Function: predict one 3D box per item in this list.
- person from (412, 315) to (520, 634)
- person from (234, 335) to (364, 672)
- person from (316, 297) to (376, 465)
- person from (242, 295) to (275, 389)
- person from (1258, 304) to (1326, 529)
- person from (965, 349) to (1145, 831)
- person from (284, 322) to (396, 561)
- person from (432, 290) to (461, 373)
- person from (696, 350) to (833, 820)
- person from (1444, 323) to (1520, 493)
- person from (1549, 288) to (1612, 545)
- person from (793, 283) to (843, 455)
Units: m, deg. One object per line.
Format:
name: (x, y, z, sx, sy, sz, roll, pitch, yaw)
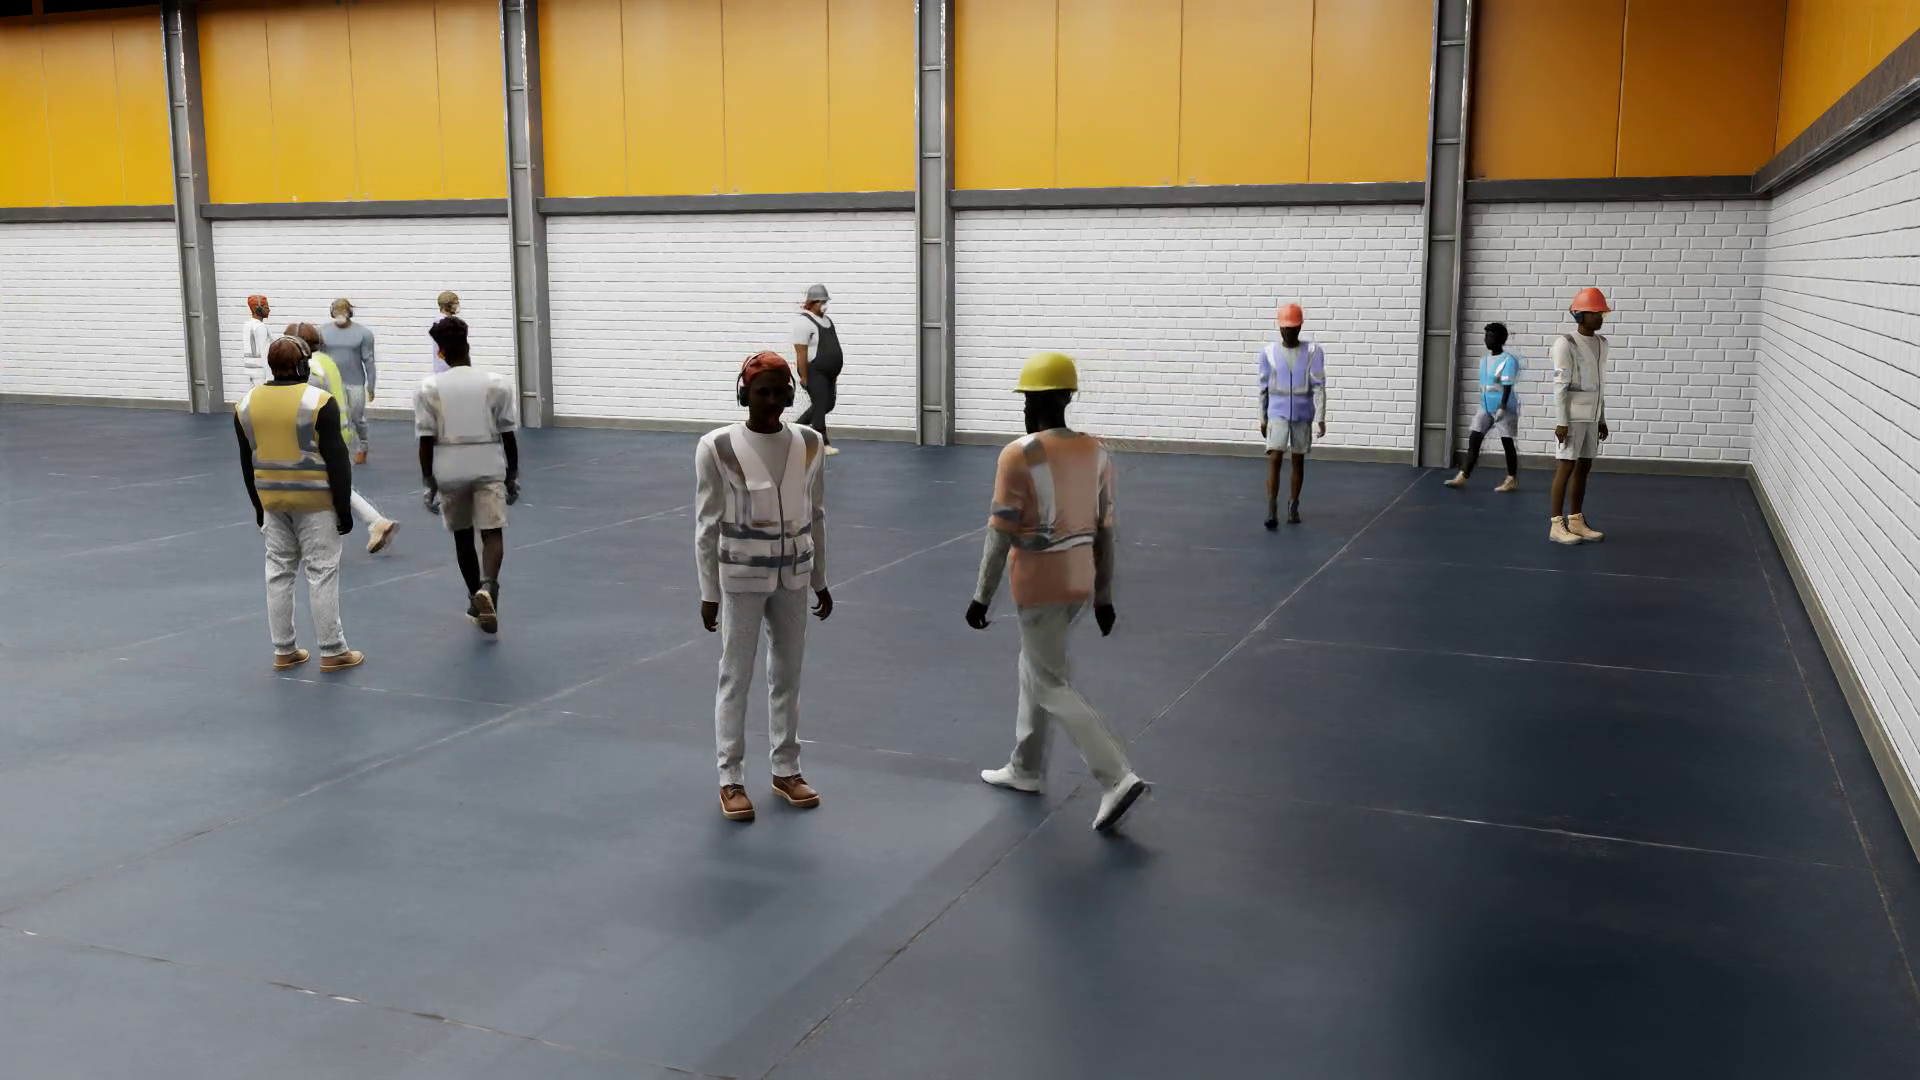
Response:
person: (-2.975, -0.389, 10.069, 0.602, 1.925, 0.866, -3, 10, -16)
person: (-3.598, -0.191, 9.097, 0.627, 1.846, 0.429, 2, 10, 11)
person: (-6.711, -1.719, 18.221, 0.639, 1.900, 0.989, -2, 10, -10)
person: (-8.151, -1.915, 19.418, 0.345, 1.882, 0.584, -8, 12, -41)
person: (2.798, -1.033, 14.059, 0.568, 1.891, 0.957, 2, 10, 10)
person: (0.421, 0.184, 6.696, 0.908, 1.894, 0.586, 8, 13, 42)
person: (-4.727, -0.737, 12.525, 0.751, 1.815, 0.642, -1, 9, -3)
person: (-5.832, -1.879, 19.040, 0.372, 1.940, 0.632, -4, 10, -25)
person: (-0.789, 0.177, 6.739, 0.584, 1.882, 0.337, -6, 11, -33)
person: (5.126, -1.266, 16.167, 0.813, 1.663, 0.539, -4, 10, -25)
person: (4.990, -0.988, 13.322, 0.609, 2.043, 0.376, -7, 12, -35)
person: (-1.726, -2.031, 19.652, 0.710, 2.000, 0.688, 4, 10, 22)
